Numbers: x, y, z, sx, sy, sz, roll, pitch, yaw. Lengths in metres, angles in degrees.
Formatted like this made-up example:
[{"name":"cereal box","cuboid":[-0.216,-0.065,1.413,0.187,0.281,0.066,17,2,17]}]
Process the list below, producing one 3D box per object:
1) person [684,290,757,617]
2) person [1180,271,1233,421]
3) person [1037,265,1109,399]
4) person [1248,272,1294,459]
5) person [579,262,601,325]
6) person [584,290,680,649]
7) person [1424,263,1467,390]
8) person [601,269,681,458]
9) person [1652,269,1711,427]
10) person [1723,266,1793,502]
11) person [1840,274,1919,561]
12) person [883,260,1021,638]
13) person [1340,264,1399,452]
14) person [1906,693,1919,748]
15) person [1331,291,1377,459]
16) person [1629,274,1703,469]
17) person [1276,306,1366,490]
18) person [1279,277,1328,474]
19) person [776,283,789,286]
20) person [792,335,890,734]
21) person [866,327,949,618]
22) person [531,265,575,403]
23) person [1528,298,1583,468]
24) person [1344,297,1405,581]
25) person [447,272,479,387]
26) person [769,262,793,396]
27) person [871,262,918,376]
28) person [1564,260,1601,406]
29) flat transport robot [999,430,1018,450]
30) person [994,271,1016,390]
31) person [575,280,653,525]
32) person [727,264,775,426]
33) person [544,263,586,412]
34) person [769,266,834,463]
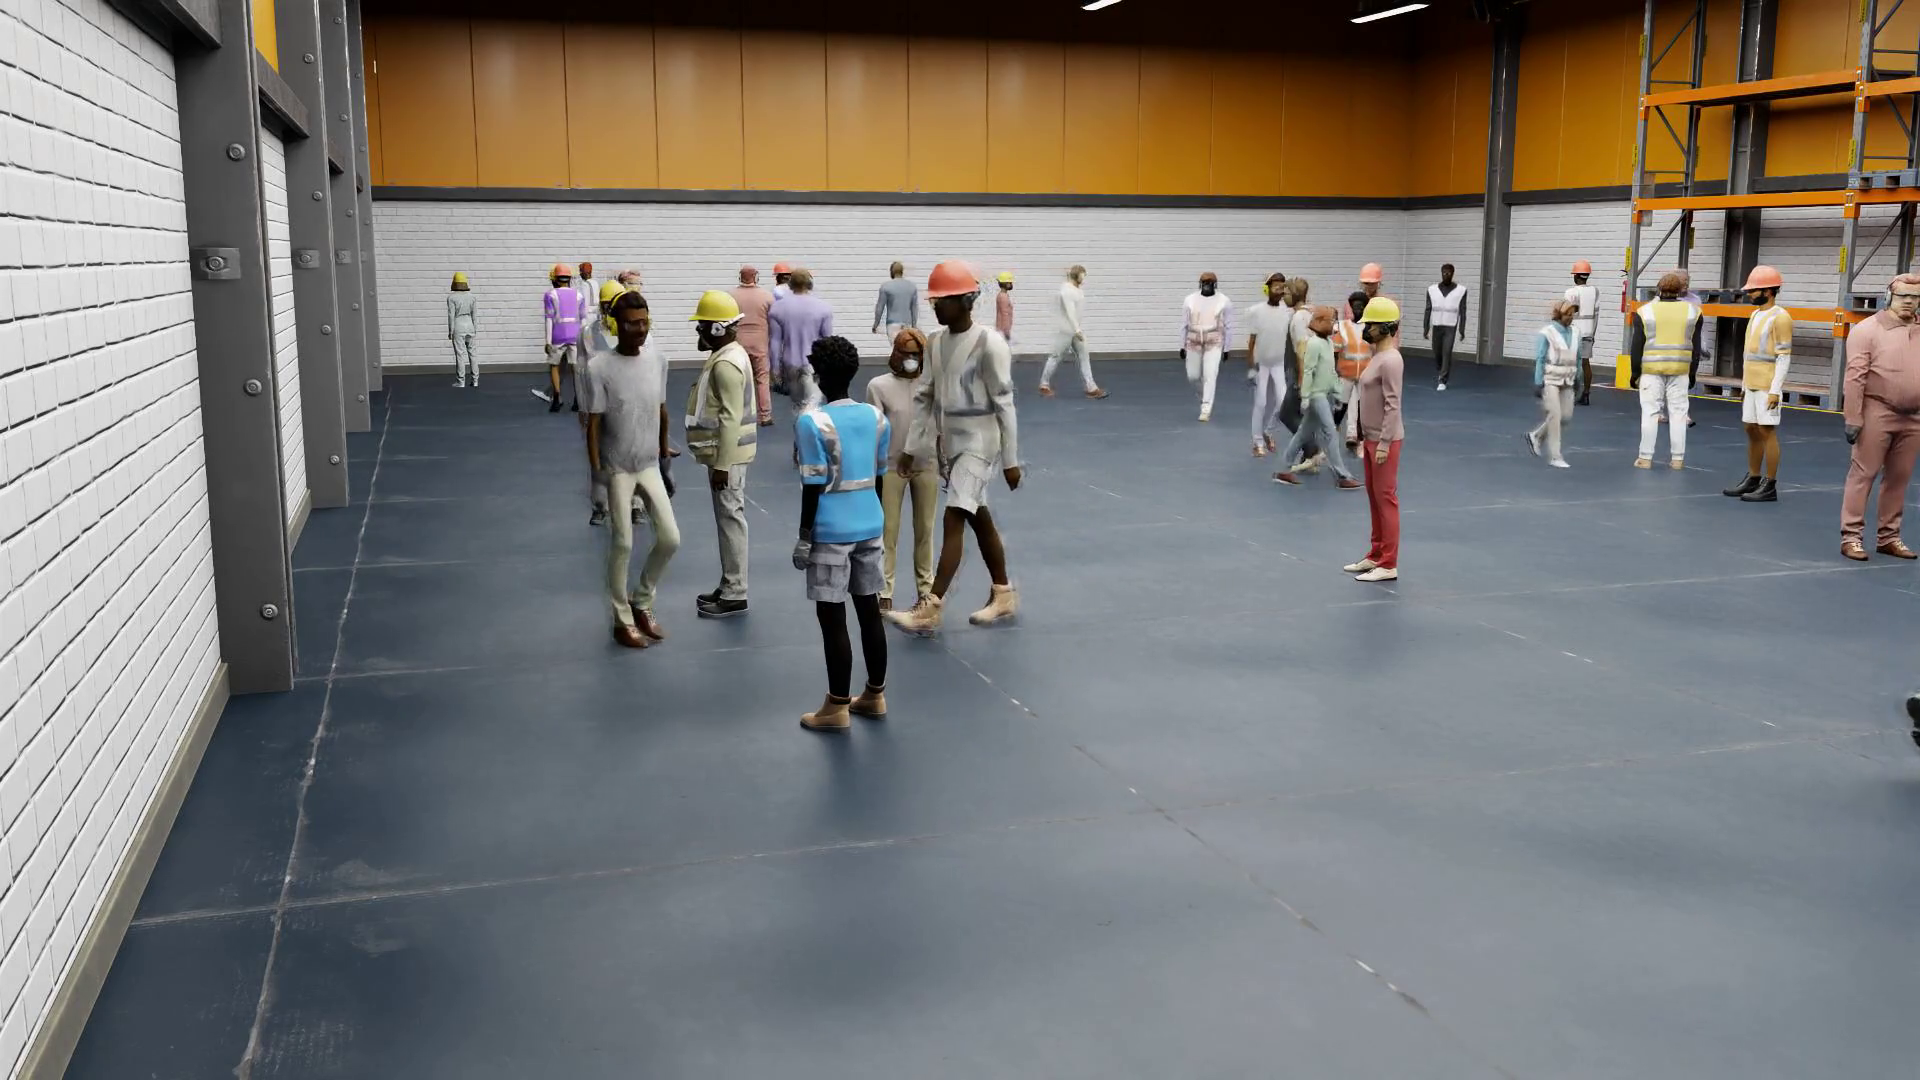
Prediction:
[{"name":"person","cuboid":[-1.346,-0.485,9.391,0.403,1.832,0.593,-1,10,-8]},{"name":"person","cuboid":[3.024,-2.384,20.399,0.637,1.825,0.708,4,11,22]},{"name":"person","cuboid":[1.561,-2.916,23.368,1.059,1.886,0.642,5,11,29]},{"name":"person","cuboid":[3.076,-1.723,16.523,0.491,1.854,0.429,-1,10,-8]},{"name":"person","cuboid":[-6.213,-3.706,27.886,0.355,1.887,0.574,2,10,11]},{"name":"person","cuboid":[-1.673,-0.351,8.557,0.560,1.848,0.424,-9,13,-42]},{"name":"person","cuboid":[7.294,-3.210,24.991,0.603,1.900,0.801,5,11,27]},{"name":"person","cuboid":[-3.158,-1.684,16.220,0.897,1.871,0.657,3,10,19]},{"name":"person","cuboid":[8.499,-2.277,19.713,0.652,1.861,0.995,-3,10,-15]},{"name":"person","cuboid":[6.582,-1.280,13.697,0.373,1.933,0.549,0,10,-1]},{"name":"person","cuboid":[6.204,-0.809,11.063,0.651,1.904,0.401,-2,10,-9]},{"name":"person","cuboid":[-0.052,-0.481,8.902,0.991,1.988,0.608,-7,12,-33]},{"name":"person","cuboid":[4.224,-1.890,17.251,0.628,1.922,1.088,4,11,21]},{"name":"person","cuboid":[4.080,-0.045,6.287,0.688,2.029,0.631,0,10,-3]},{"name":"person","cuboid":[3.952,-1.664,16.716,0.530,1.675,0.680,1,10,5]},{"name":"person","cuboid":[6.664,-1.587,15.750,0.624,1.845,0.430,2,10,12]},{"name":"person","cuboid":[3.140,-1.239,14.453,0.852,1.583,0.516,5,11,27]},{"name":"person","cuboid":[3.122,-1.489,15.240,0.411,1.821,0.561,4,10,21]},{"name":"person","cuboid":[-3.087,-3.761,28.964,0.495,1.624,0.278,1,10,5]},{"name":"person","cuboid":[-0.510,-0.025,7.120,0.317,1.695,0.540,8,12,37]},{"name":"person","cuboid":[-0.283,-0.379,9.357,0.498,1.633,0.279,-2,10,-13]},{"name":"person","cuboid":[-5.307,-2.705,22.131,0.996,1.865,0.601,1,10,7]},{"name":"person","cuboid":[5.689,-1.512,15.976,0.529,1.618,0.572,-4,11,-21]},{"name":"person","cuboid":[2.607,-0.625,10.399,0.312,1.768,0.530,0,10,2]},{"name":"person","cuboid":[-7.603,-3.205,25.397,0.297,1.744,0.487,9,13,42]},{"name":"person","cuboid":[-2.593,-3.033,23.946,0.876,1.904,0.564,9,13,43]},{"name":"person","cuboid":[-1.019,-3.300,25.508,0.650,1.896,0.986,-8,12,-37]},{"name":"person","cuboid":[8.271,-2.758,22.250,0.545,1.939,0.354,-4,10,-20]},{"name":"flat transport robot","cuboid":[0.202,-1.113,17.543,0.652,0.197,1.431,-1,10,-5]},{"name":"person","cuboid":[0.672,-3.116,24.818,0.311,1.769,0.525,-1,10,-7]},{"name":"person","cuboid":[-2.597,-1.030,12.536,0.592,1.837,0.404,-2,10,-10]},{"name":"person","cuboid":[-2.469,-2.286,19.610,0.652,1.906,0.403,-1,10,-4]},{"name":"person","cuboid":[-5.084,-2.597,21.437,0.572,1.907,0.522,-6,12,-32]},{"name":"person","cuboid":[-1.541,-1.693,16.148,0.634,1.915,0.893,2,10,9]}]
